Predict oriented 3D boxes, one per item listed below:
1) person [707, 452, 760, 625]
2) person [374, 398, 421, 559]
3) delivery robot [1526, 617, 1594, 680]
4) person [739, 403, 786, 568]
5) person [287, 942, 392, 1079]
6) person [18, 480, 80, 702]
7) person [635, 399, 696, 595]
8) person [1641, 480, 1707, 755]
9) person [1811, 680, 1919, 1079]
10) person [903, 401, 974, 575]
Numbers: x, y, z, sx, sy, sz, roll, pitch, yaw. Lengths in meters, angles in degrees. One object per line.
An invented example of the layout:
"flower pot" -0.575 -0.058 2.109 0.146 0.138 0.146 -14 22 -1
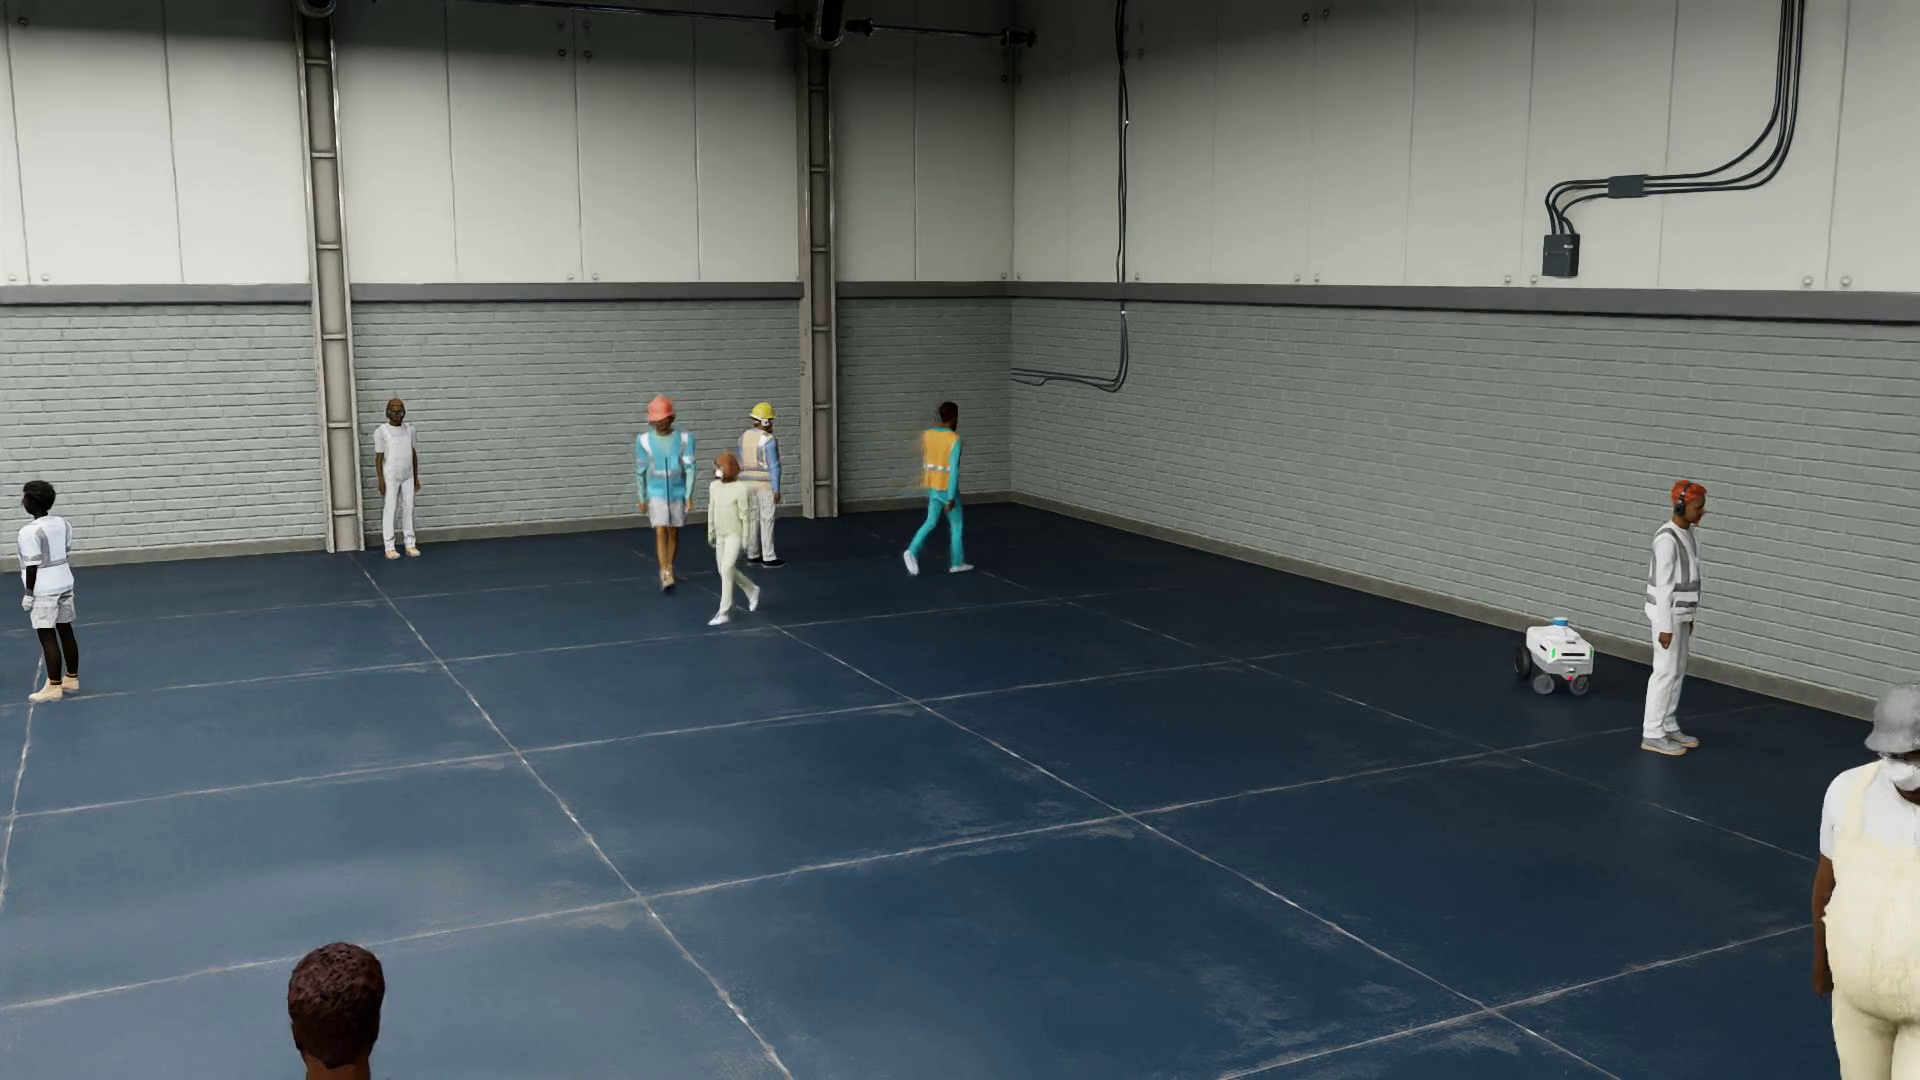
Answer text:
"person" -2.122 -0.038 15.596 0.508 1.609 0.694 8 12 39
"person" -6.413 -0.698 18.976 0.341 1.839 0.501 8 12 40
"delivery robot" 4.708 0.851 13.064 0.477 0.478 0.707 0 9 3
"person" -2.175 -0.603 18.390 0.404 1.828 0.602 -9 13 -44
"person" -1.259 1.783 3.472 0.597 1.908 0.394 -5 10 -28
"person" -6.976 0.384 12.713 0.318 1.699 0.533 0 9 2
"person" -2.987 -0.445 16.941 0.601 1.973 1.051 -2 9 -12
"person" 4.862 0.526 11.312 0.374 1.876 0.584 7 11 35
"person" 3.204 1.383 5.506 0.851 2.000 0.711 -6 11 -34
"person" -0.222 -0.555 17.937 0.844 1.890 0.596 -9 13 -44
